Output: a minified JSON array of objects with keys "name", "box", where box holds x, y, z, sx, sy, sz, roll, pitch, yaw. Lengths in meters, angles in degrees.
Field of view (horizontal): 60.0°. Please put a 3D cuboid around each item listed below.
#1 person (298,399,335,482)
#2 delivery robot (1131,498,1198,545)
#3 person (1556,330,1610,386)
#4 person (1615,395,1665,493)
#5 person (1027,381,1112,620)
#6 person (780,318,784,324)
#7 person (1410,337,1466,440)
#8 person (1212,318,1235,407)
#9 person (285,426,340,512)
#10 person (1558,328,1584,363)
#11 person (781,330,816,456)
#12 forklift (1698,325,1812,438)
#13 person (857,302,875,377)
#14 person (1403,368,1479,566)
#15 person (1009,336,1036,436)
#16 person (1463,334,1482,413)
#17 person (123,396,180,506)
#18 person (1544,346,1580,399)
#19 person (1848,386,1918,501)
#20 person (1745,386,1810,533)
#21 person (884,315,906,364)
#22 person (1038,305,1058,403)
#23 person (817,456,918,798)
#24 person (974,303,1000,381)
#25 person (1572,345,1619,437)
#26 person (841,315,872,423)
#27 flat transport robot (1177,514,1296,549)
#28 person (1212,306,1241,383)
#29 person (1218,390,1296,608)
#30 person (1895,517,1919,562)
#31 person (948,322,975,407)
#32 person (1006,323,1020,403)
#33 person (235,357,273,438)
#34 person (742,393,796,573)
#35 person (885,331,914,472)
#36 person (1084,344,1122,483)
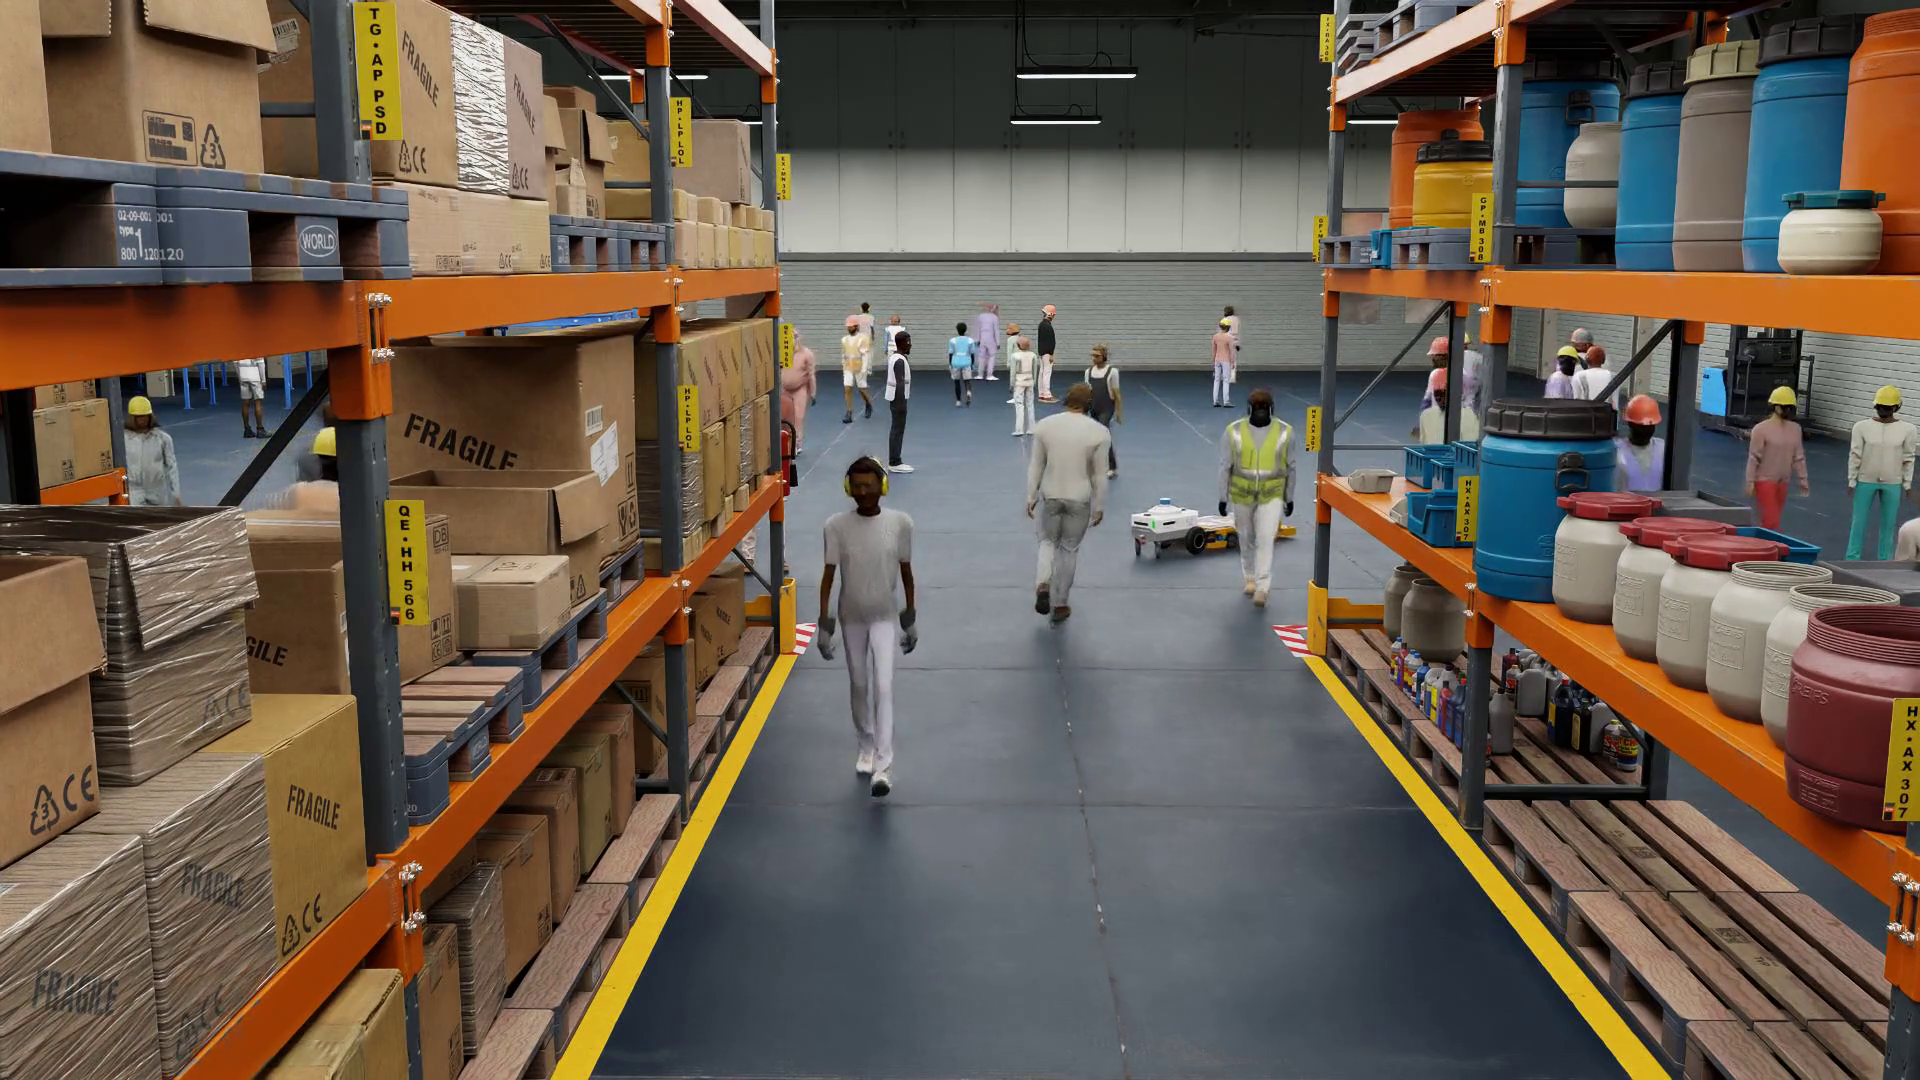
[{"name":"person","box":[-4.416,-0.059,11.803,0.635,1.913,0.834,3,10,18]},{"name":"delivery robot","box":[2.009,-0.167,16.336,0.707,0.478,0.477,-8,13,-41]},{"name":"person","box":[8.123,-1.774,21.797,0.680,2.000,1.058,-1,9,-3]},{"name":"person","box":[4.908,-0.109,12.109,0.568,1.901,0.617,-1,10,-5]},{"name":"person","box":[0.862,-0.303,13.242,0.656,1.915,0.512,3,10,18]},{"name":"person","box":[-3.019,-2.742,27.745,0.615,1.945,0.404,-5,11,-27]},{"name":"person","box":[5.384,-1.280,18.819,0.887,2.004,0.619,-1,10,-7]},{"name":"person","box":[5.229,-3.510,32.900,0.324,1.765,0.534,-9,13,-42]},{"name":"person","box":[-3.744,0.265,9.909,0.585,1.891,0.955,2,10,12]},{"name":"person","box":[8.633,-1.992,23.294,0.552,1.932,0.377,1,10,4]},{"name":"person","box":[-2.493,-2.150,24.455,0.678,1.858,0.960,3,10,17]},{"name":"forklift","box":[13.248,-3.165,27.620,1.129,2.768,1.873,0,9,1]},{"name":"person","box":[-2.346,-5.023,41.695,0.548,1.847,0.641,3,10,18]},{"name":"person","box":[4.180,-0.513,14.416,1.012,1.937,0.644,-7,12,-38]},{"name":"person","box":[1.043,-2.540,27.464,0.522,1.636,0.310,-6,11,-32]},{"name":"person","box":[7.736,-2.308,25.660,0.583,1.782,0.950,1,10,8]},{"name":"person","box":[-7.126,-0.421,14.561,0.497,1.709,0.867,-7,12,-38]},{"name":"person","box":[6.927,-1.294,19.311,0.346,1.884,0.715,6,11,30]},{"name":"person","box":[8.254,-0.506,14.917,0.526,1.761,0.337,4,10,24]},{"name":"person","box":[7.400,-0.501,14.953,0.527,1.744,0.718,-4,10,-20]},{"name":"person","box":[-1.492,-4.388,38.530,0.523,1.638,0.310,1,9,4]},{"name":"person","box":[1.790,-3.816,34.061,0.388,1.987,0.608,-3,10,-17]},{"name":"person","box":[-0.510,0.457,8.996,0.522,1.809,1.002,1,9,3]},{"name":"person","box":[0.679,-4.823,40.482,0.397,1.868,0.794,-9,13,-44]},{"name":"person","box":[7.692,-1.428,20.150,0.583,1.860,0.765,0,9,1]},{"name":"person","box":[-1.871,-3.088,29.914,0.549,1.917,0.808,3,10,20]},{"name":"flat transport robot","box":[2.765,-0.113,17.138,1.431,0.197,0.652,-8,12,-41]},{"name":"person","box":[6.348,-4.693,39.885,0.627,1.799,0.932,-8,13,-41]},{"name":"person","box":[2.503,-0.374,14.041,0.638,1.794,0.987,2,10,13]},{"name":"person","box":[5.889,0.380,10.117,0.502,1.595,0.821,-1,10,-4]},{"name":"person","box":[0.035,-3.456,32.807,0.540,1.684,0.491,-1,10,-9]},{"name":"person","box":[1.105,-3.607,33.917,0.314,1.622,0.514,5,11,26]},{"name":"person","box":[-11.572,-2.630,27.174,0.587,1.936,0.353,3,10,19]},{"name":"person","box":[-1.809,-0.693,15.331,0.612,1.995,0.381,-2,10,-12]},{"name":"person","box":[-0.839,-1.900,22.793,0.369,1.917,0.596,-1,10,-8]},{"name":"person","box":[1.829,-1.665,21.777,0.528,1.792,0.985,8,13,41]}]
